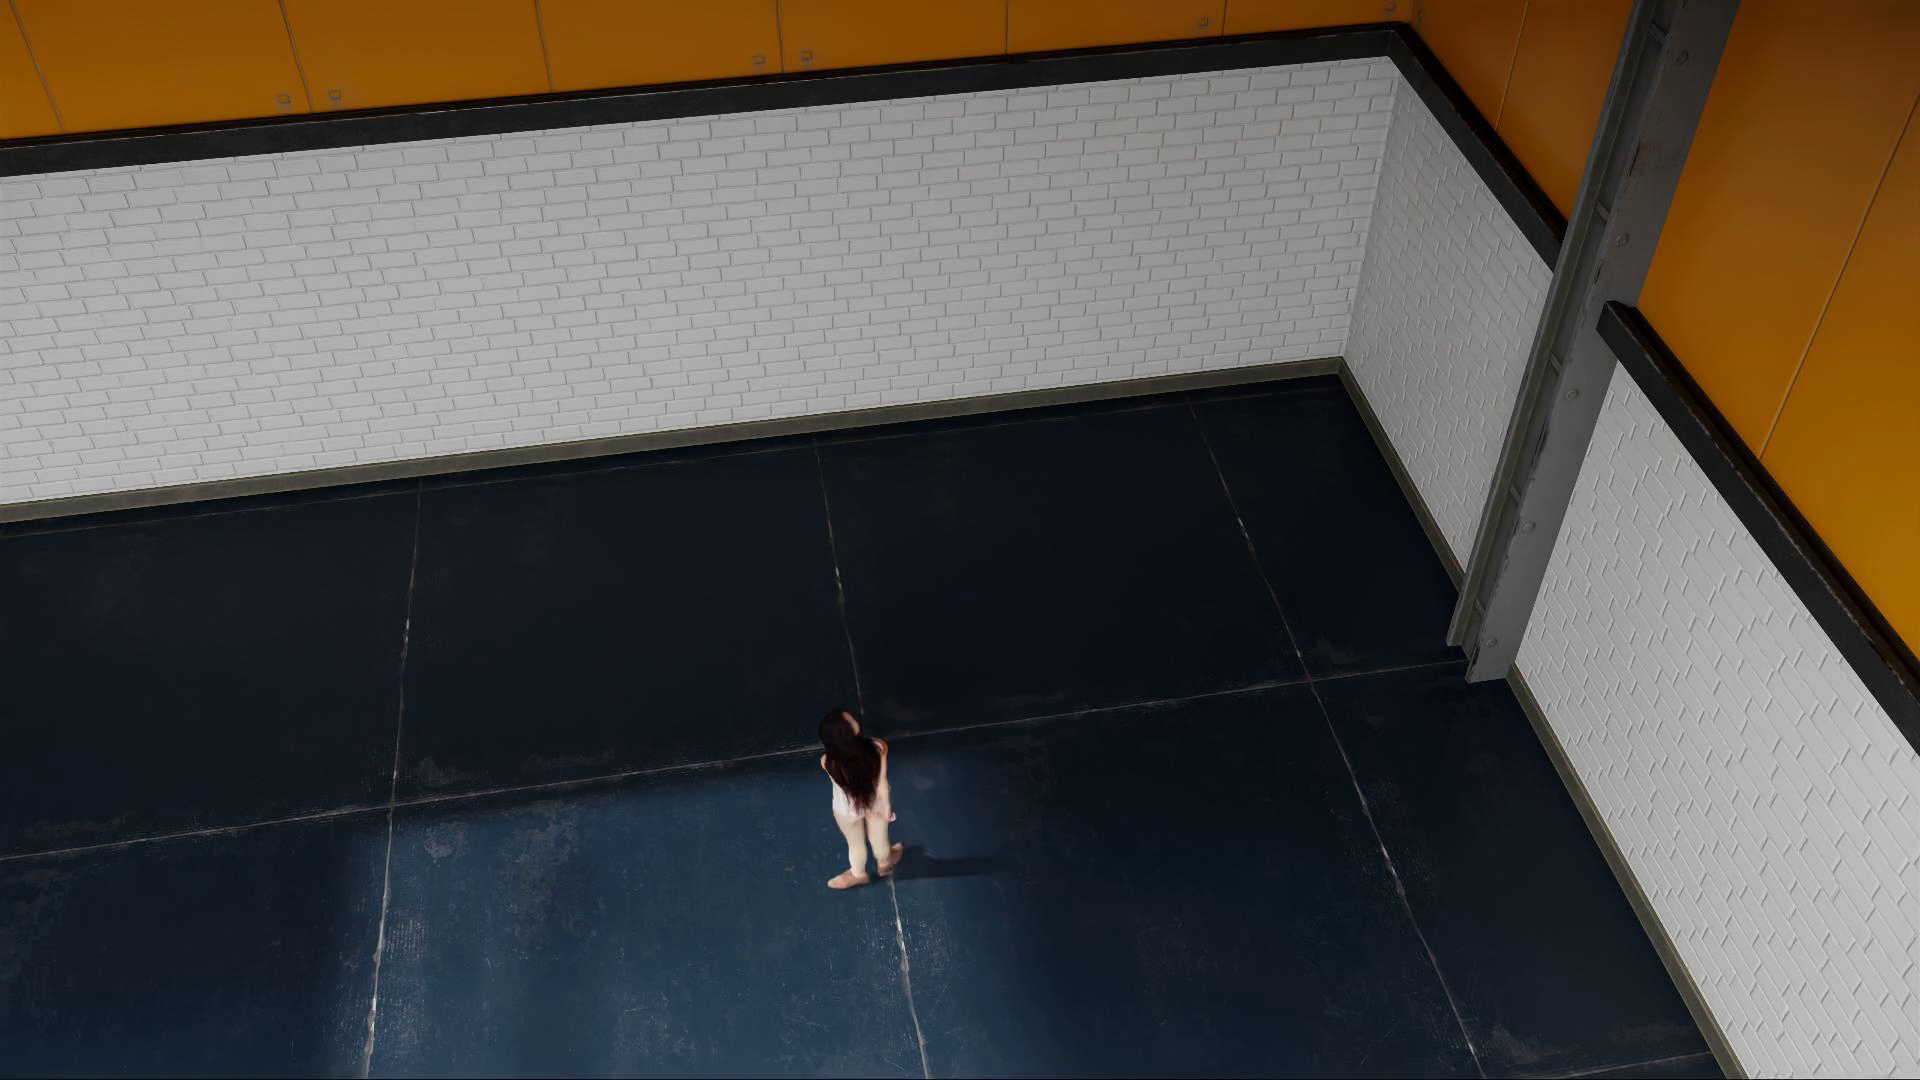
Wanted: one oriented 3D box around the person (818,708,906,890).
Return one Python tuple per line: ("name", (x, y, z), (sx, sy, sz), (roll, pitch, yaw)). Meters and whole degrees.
("person", (-0.460, 1.424, 9.465), (0.648, 1.641, 0.723), (-9, 44, -9))
